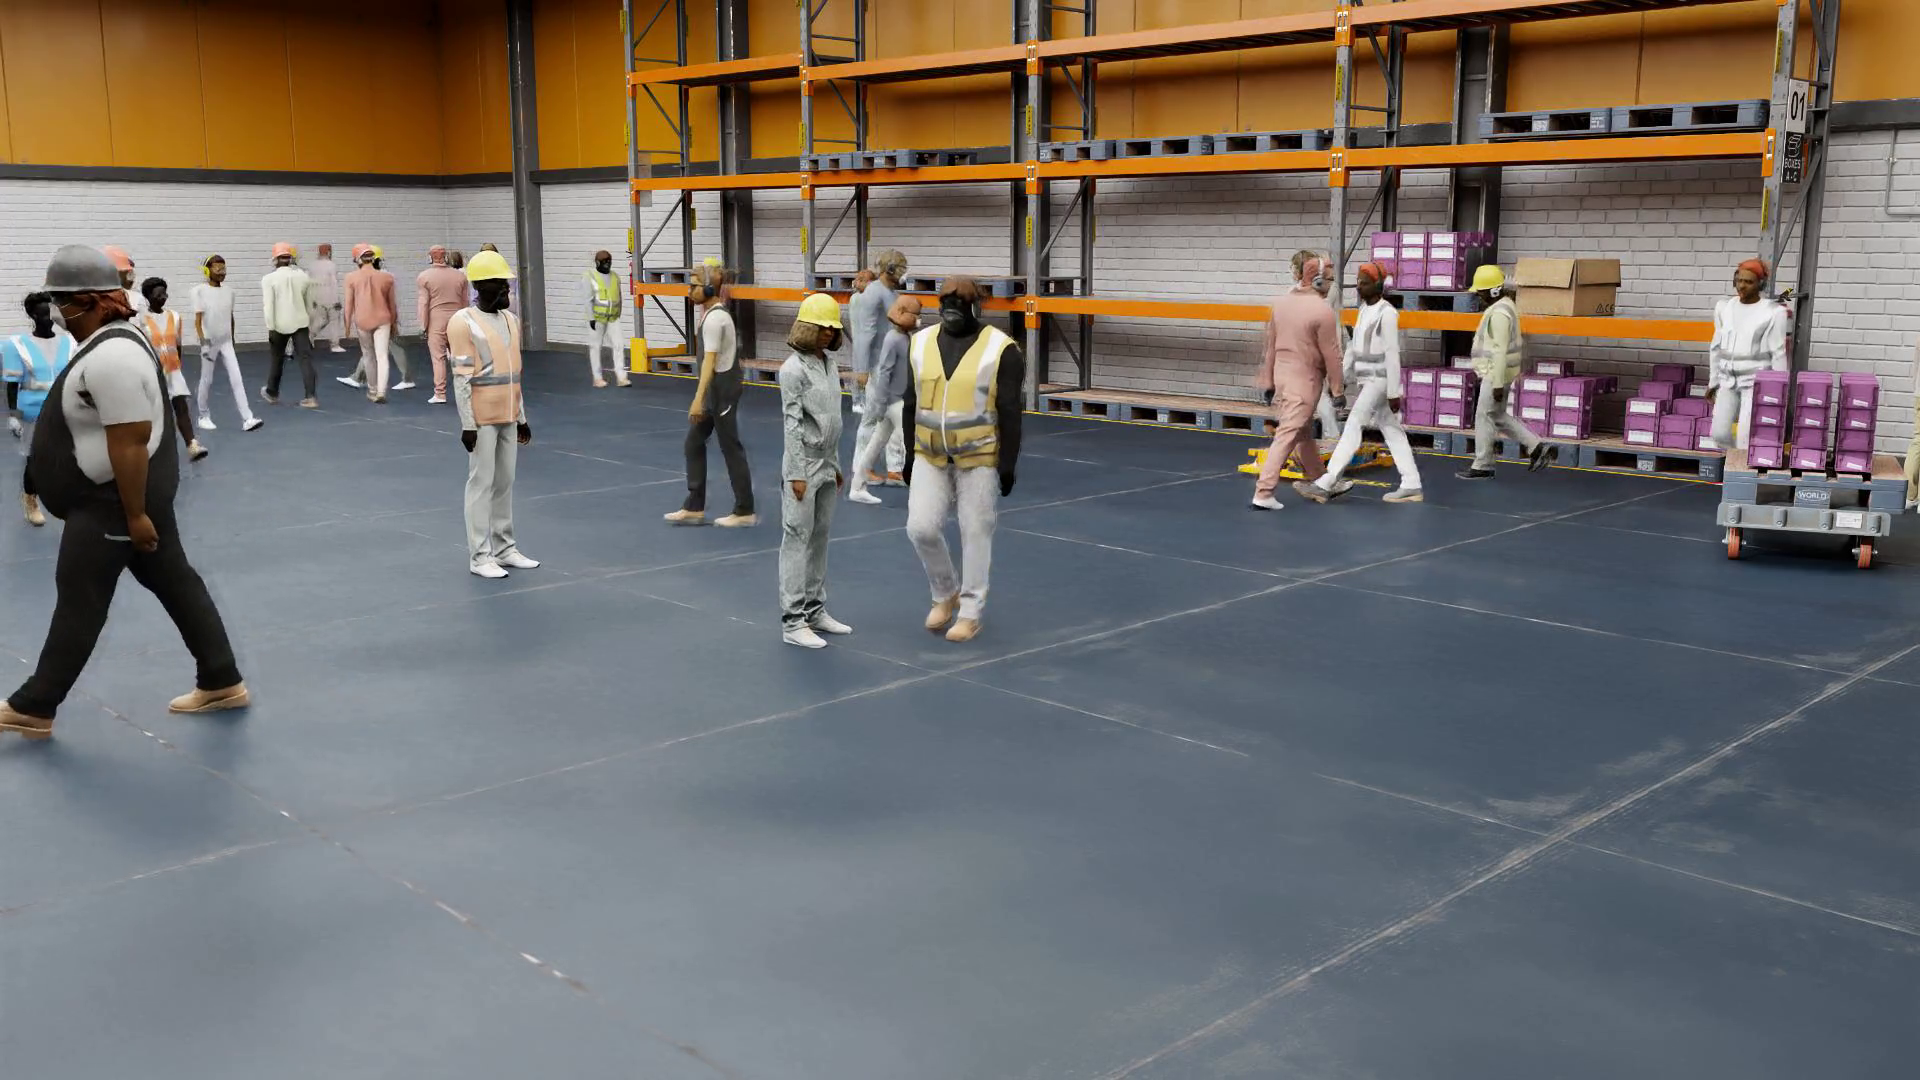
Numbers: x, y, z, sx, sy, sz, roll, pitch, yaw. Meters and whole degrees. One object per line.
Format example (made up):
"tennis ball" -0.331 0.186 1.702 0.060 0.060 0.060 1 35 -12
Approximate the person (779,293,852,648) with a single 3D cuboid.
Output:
"person" -0.710 -0.348 8.269 0.313 1.738 0.483 4 11 22

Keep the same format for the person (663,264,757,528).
"person" -1.770 -0.969 11.420 0.771 1.815 0.521 -2 11 -12

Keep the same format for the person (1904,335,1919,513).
"person" 7.120 -1.004 12.128 0.270 1.632 0.508 0 10 3

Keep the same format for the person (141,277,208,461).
"person" -7.167 -1.521 14.897 0.879 1.644 0.534 8 13 38

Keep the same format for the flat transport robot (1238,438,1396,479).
"flat transport robot" 3.070 -0.706 14.224 1.431 0.197 0.652 -10 14 -44

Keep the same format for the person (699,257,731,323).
"person" -2.951 -2.508 20.003 0.368 1.757 0.537 9 14 40

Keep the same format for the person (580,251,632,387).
"person" -4.678 -2.921 22.090 0.628 1.809 0.813 -8 13 -39

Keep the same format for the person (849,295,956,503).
"person" -0.442 -1.027 12.389 0.888 1.575 0.517 2 11 12

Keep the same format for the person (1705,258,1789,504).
"person" 5.852 -1.149 12.316 0.589 1.858 0.607 -6 12 -29

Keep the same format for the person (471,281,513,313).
"person" -4.519 -1.757 15.876 0.489 1.750 0.554 4 11 20

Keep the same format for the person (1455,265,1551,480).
"person" 4.476 -1.353 13.620 0.666 1.785 0.641 4 11 22

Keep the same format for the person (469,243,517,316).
"person" -5.839 -2.750 20.863 0.623 1.932 0.376 2 11 10

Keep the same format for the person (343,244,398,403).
"person" -7.145 -2.624 20.195 0.644 1.932 1.007 -4 11 -22

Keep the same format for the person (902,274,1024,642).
"person" -0.003 -0.401 8.297 0.651 1.832 0.447 4 11 21

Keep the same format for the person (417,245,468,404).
"person" -6.249 -2.596 20.087 0.642 1.902 0.399 -10 14 -42

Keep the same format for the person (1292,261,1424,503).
"person" 3.062 -1.167 12.504 1.029 1.825 0.592 1 10 3

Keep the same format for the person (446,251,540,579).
"person" -2.779 -0.747 9.920 0.360 1.930 0.589 4 11 20

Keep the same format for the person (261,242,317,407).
"person" -7.993 -2.553 19.762 0.628 1.933 1.063 -10 14 -43

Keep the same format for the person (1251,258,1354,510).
"person" 2.565 -1.141 12.295 0.989 1.864 0.655 -4 11 -22

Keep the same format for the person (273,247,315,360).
"person" -10.801 -3.828 26.985 0.586 1.833 0.403 -1 10 -5

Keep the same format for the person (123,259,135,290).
"person" -7.190 -1.467 14.095 0.722 1.840 0.533 1 10 6

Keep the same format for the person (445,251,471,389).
"person" -6.545 -2.854 21.738 0.458 1.817 0.639 0 10 -1

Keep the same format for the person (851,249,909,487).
"person" -0.540 -1.381 13.438 0.777 1.905 0.653 3 11 15

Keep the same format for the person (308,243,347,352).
"person" -10.956 -4.157 28.649 0.654 1.887 0.617 5 12 27

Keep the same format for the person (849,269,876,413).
"person" -1.089 -2.280 19.092 0.289 1.632 0.497 5 12 26

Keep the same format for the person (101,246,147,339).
"person" -6.604 -1.336 13.109 0.367 1.935 0.552 6 12 28

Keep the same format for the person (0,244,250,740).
"person" -3.489 -0.224 6.765 1.042 2.000 0.701 -4 11 -19

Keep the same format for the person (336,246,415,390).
"person" -7.636 -2.880 21.681 0.990 1.871 0.608 -5 12 -27

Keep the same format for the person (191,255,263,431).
"person" -7.665 -2.023 17.207 0.992 1.815 0.516 8 13 38

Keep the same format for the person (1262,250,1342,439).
"person" 3.191 -1.738 15.451 0.648 1.879 1.039 -8 13 -38

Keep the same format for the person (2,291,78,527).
"person" -6.217 -0.871 11.323 0.532 1.671 0.820 -9 14 -41
